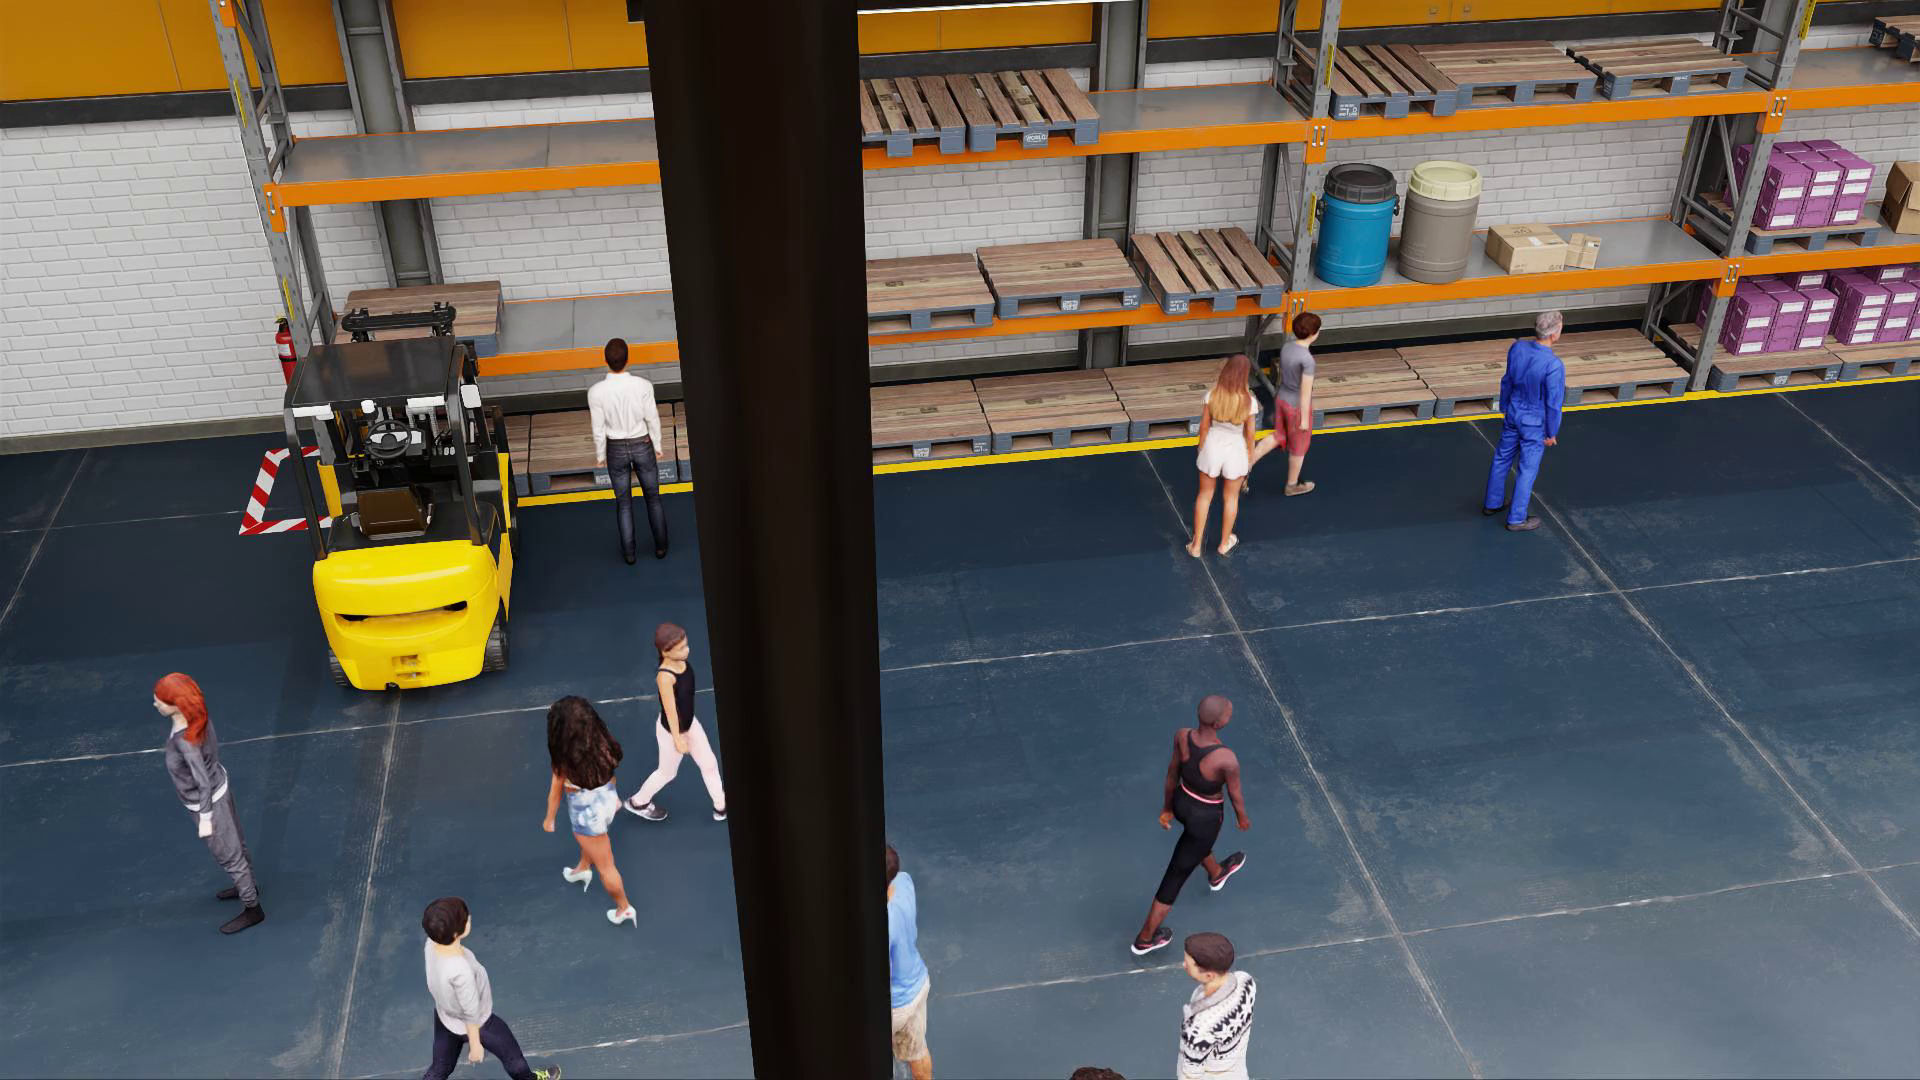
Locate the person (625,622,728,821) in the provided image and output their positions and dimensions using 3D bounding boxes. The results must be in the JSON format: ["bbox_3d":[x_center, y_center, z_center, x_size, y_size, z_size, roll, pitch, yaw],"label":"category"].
[{"bbox_3d":[-1.790,1.144,10.112,1.089,1.535,0.756,4,34,6],"label":"person"}]

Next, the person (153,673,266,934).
[{"bbox_3d":[-4.244,1.466,9.403,0.580,1.782,0.621,-13,36,-19],"label":"person"}]

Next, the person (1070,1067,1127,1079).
[{"bbox_3d":[0.657,2.960,7.142,0.834,1.798,0.897,-29,43,-36],"label":"person"}]

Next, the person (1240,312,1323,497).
[{"bbox_3d":[2.591,-1.042,13.309,1.011,1.635,0.705,-12,36,-18],"label":"person"}]

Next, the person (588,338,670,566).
[{"bbox_3d":[-2.481,-0.662,12.524,0.497,1.871,0.738,-8,35,-13],"label":"person"}]

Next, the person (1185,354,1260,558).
[{"bbox_3d":[1.993,-0.635,12.635,0.754,1.704,0.811,9,35,13],"label":"person"}]

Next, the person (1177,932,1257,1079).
[{"bbox_3d":[1.228,2.577,7.690,1.022,1.830,0.961,21,39,28],"label":"person"}]

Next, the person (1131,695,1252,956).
[{"bbox_3d":[1.240,1.626,9.232,1.267,1.706,1.012,-26,41,-33],"label":"person"}]

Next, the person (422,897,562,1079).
[{"bbox_3d":[-2.532,2.408,8.225,1.123,1.518,0.951,-28,43,-36],"label":"person"}]

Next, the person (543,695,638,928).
[{"bbox_3d":[-2.017,1.581,9.393,0.942,1.602,0.836,15,36,21],"label":"person"}]

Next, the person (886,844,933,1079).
[{"bbox_3d":[-0.246,2.236,8.189,0.945,1.844,0.866,12,35,17],"label":"person"}]

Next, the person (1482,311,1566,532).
[{"bbox_3d":[4.425,-0.940,12.982,0.677,1.829,0.775,-16,37,-23],"label":"person"}]
